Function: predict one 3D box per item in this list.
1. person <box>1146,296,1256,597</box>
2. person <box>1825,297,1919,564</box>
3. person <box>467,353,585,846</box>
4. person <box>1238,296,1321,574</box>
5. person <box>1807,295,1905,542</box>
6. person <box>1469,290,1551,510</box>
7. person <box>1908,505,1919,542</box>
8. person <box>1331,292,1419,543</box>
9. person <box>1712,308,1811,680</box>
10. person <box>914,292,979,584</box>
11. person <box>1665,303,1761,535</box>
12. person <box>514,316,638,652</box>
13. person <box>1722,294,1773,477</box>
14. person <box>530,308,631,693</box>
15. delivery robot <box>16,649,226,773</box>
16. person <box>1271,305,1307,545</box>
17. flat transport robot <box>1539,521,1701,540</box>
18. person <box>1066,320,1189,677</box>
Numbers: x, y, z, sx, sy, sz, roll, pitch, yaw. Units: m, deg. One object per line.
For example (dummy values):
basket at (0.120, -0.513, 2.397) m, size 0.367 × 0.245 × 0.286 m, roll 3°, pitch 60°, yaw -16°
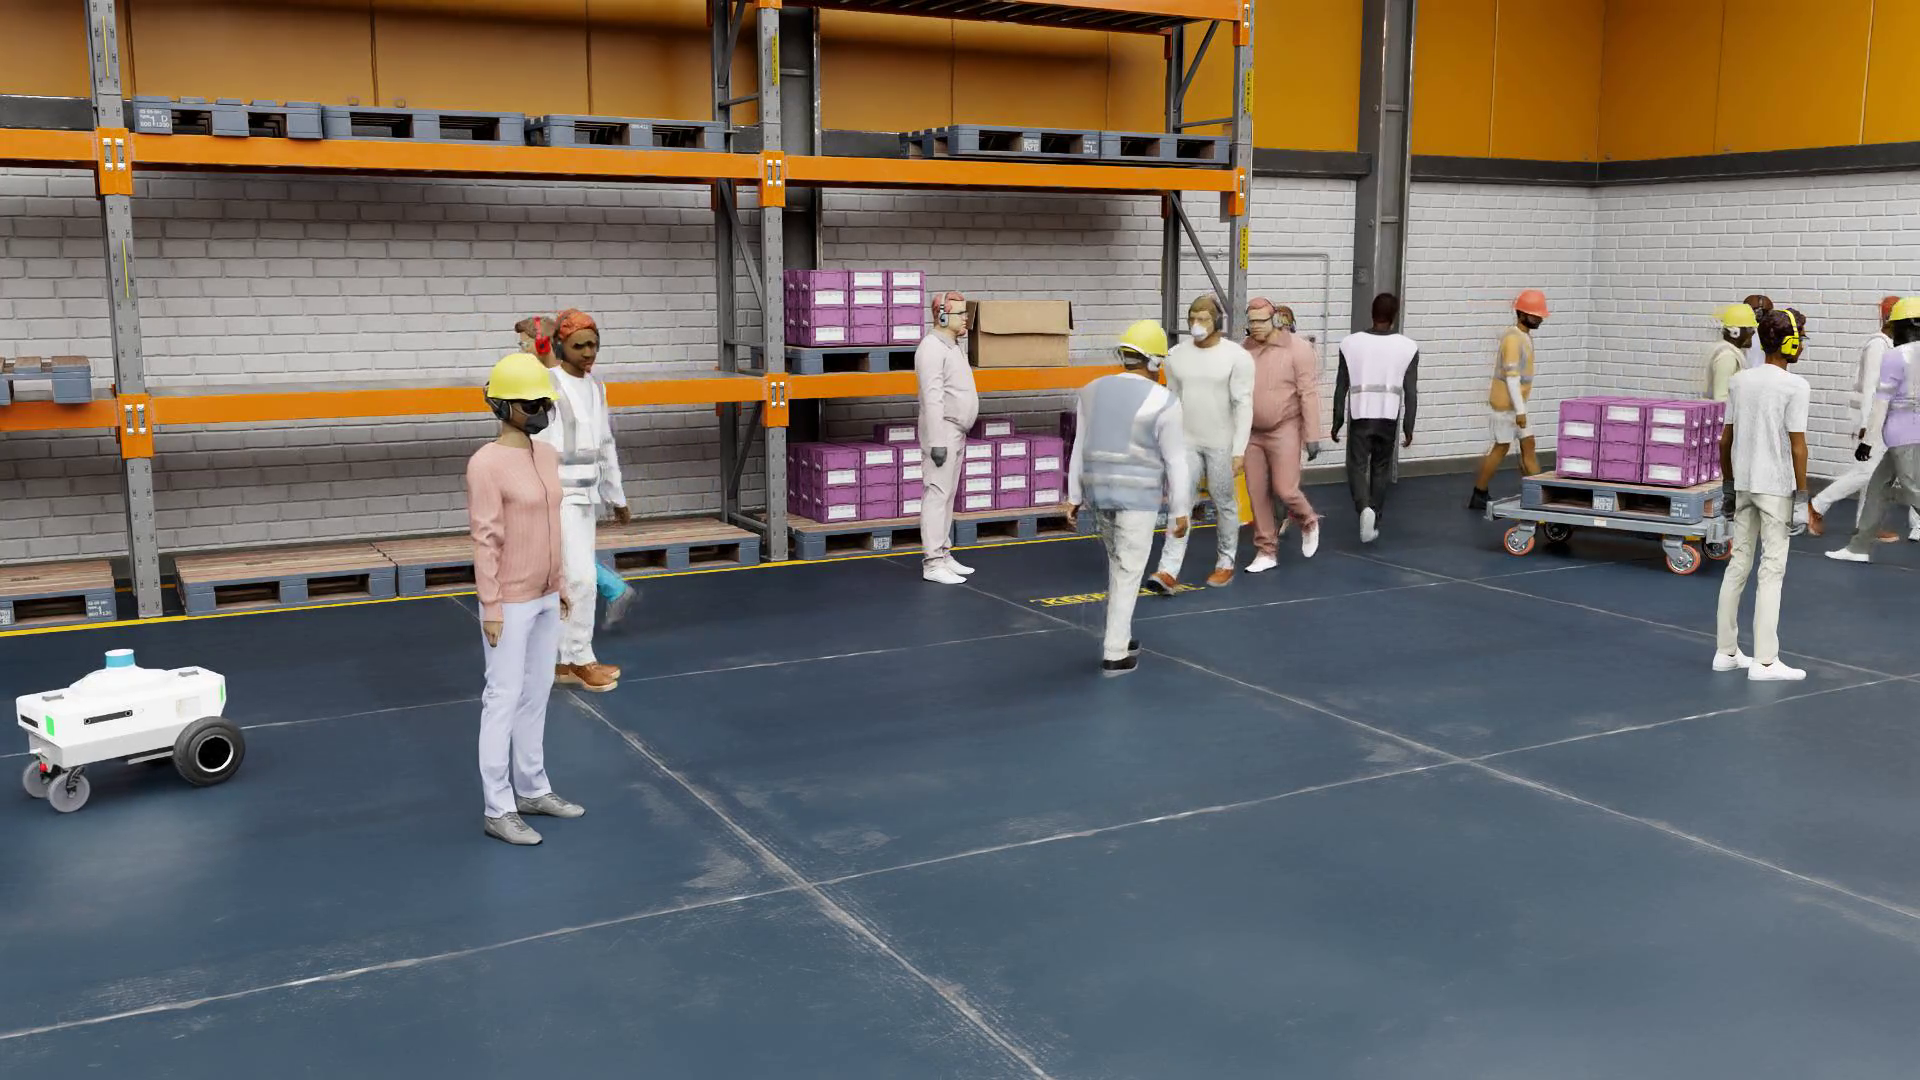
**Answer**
person at (1.528, -0.585, 10.504) m, size 0.657 × 1.883 × 1.008 m, roll 6°, pitch 11°, yaw 32°
person at (6.498, -0.714, 11.332) m, size 0.583 × 1.881 × 0.974 m, roll -7°, pitch 12°, yaw -37°
person at (-1.572, 0.207, 6.052) m, size 0.317 × 1.767 × 0.535 m, roll 3°, pitch 10°, yaw 16°
person at (2.161, -0.717, 11.349) m, size 0.692 × 1.876 × 0.591 m, roll 8°, pitch 12°, yaw 40°
person at (6.781, -0.907, 12.583) m, size 0.661 × 1.865 × 0.627 m, roll 7°, pitch 12°, yaw 36°
person at (4.718, -1.147, 13.958) m, size 0.858 × 1.877 × 0.642 m, roll 5°, pitch 11°, yaw 29°
person at (7.397, -0.782, 12.521) m, size 0.543 × 1.605 × 0.728 m, roll 5°, pitch 11°, yaw 28°
person at (3.105, -0.907, 12.464) m, size 0.624 × 1.885 × 0.779 m, roll 2°, pitch 9°, yaw 10°
person at (4.067, -0.228, 8.390) m, size 0.311 × 1.869 × 0.532 m, roll -4°, pitch 10°, yaw -21°
person at (-0.076, -0.677, 11.006) m, size 0.403 × 1.911 × 0.637 m, roll 2°, pitch 10°, yaw 11°
person at (5.890, -0.941, 12.945) m, size 0.783 × 1.801 × 0.592 m, roll 3°, pitch 10°, yaw 20°
person at (-2.091, -0.308, 9.027) m, size 0.562 × 1.816 × 0.613 m, roll -4°, pitch 10°, yaw -22°
person at (6.783, -1.182, 14.298) m, size 0.429 × 1.842 × 0.622 m, roll 1°, pitch 9°, yaw 6°
person at (-1.816, -0.182, 8.084) m, size 0.499 × 1.869 × 0.689 m, roll 2°, pitch 10°, yaw 14°
delivery robot at (-3.310, 0.677, 6.585) m, size 0.477 × 0.478 × 0.707 m, roll 8°, pitch 12°, yaw 41°
person at (2.397, -0.868, 12.563) m, size 0.529 × 1.805 × 0.990 m, roll 4°, pitch 10°, yaw 25°
flat transport robot at (5.254, -0.195, 13.048) m, size 0.652 × 0.197 × 1.431 m, roll -9°, pitch 13°, yaw -44°
person at (0.903, -0.217, 8.524) m, size 0.622 × 1.803 × 0.643 m, roll 8°, pitch 12°, yaw 40°
